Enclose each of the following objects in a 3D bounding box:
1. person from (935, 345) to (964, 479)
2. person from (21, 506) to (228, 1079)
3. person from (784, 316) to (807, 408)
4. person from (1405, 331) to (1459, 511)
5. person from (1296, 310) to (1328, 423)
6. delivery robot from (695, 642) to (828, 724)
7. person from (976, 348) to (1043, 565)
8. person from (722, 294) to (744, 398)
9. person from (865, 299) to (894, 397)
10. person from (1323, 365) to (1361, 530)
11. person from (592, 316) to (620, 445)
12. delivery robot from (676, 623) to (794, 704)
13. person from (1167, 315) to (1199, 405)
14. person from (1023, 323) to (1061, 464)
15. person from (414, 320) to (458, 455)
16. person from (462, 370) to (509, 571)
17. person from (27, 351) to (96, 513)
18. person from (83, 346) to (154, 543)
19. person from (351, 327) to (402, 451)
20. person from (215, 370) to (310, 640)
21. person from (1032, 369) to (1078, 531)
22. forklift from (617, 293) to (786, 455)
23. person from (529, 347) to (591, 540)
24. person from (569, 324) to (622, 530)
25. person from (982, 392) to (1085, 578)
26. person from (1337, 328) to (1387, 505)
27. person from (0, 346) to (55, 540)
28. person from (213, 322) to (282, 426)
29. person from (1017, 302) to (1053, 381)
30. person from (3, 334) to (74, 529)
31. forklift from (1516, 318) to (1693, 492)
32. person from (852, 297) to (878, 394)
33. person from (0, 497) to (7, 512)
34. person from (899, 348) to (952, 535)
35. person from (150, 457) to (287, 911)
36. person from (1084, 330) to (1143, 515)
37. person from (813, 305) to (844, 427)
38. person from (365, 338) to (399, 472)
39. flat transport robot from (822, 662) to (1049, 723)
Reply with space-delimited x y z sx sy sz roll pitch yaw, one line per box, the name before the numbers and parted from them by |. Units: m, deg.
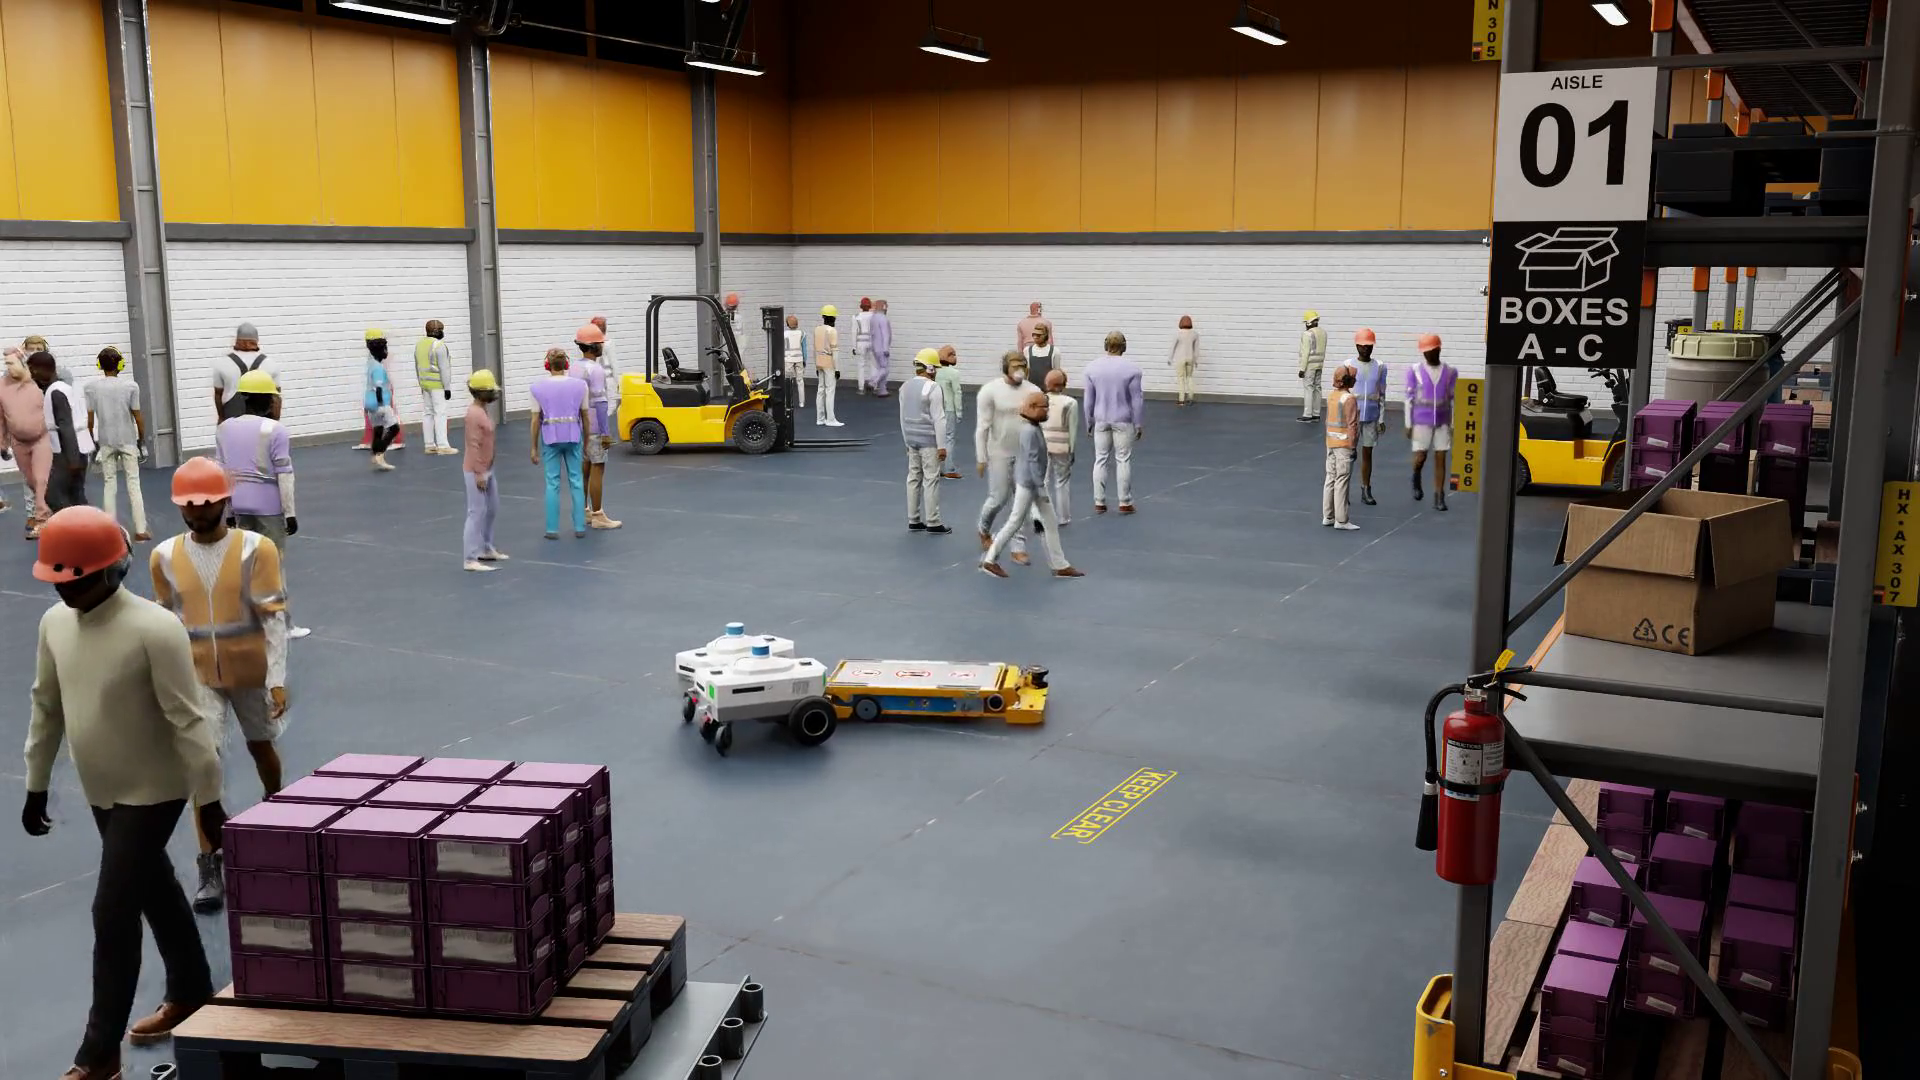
person | -0.171 -1.558 20.275 0.507 1.631 0.273 9 13 43
person | -2.824 0.843 5.468 0.711 1.933 0.907 5 11 28
person | -2.957 -3.145 29.450 0.524 1.637 0.306 -5 11 -27
person | 5.065 -1.283 17.858 0.583 1.916 0.525 1 10 3
person | 5.700 -2.817 27.011 0.586 1.825 0.403 -10 14 -44
delivery robot | -1.118 0.820 9.352 0.707 0.478 0.477 -4 11 -22
person | 0.410 -0.751 14.774 0.639 1.921 0.607 -4 11 -23
person | -4.243 -3.620 31.170 0.528 1.992 0.679 -5 11 -27
person | -1.513 -3.628 31.542 0.499 1.879 0.683 -4 11 -22
person | 3.803 -0.921 16.566 0.306 1.639 0.524 -3 10 -14
person | -5.069 -2.230 23.477 0.595 1.864 0.677 6 12 32
delivery robot | -1.328 0.734 9.851 0.477 0.478 0.707 9 13 43
person | 4.036 -3.241 30.037 0.515 1.626 0.375 -3 10 -19
person | 1.056 -1.908 21.693 0.516 1.841 0.326 2 10 12
person | -7.157 -2.085 22.730 0.630 1.840 0.429 8 12 37
person | -4.153 -0.607 14.510 0.368 1.748 0.675 -1 10 -3
person | -7.979 -0.737 14.822 0.497 1.872 0.651 -4 11 -23
person | -7.968 -0.892 15.734 0.515 1.873 0.329 -3 10 -16
person | -8.088 -2.072 22.940 0.789 1.725 0.547 -8 12 -37
person | -4.957 -0.236 11.783 0.589 1.923 0.383 3 10 16
person | 0.905 -0.895 16.531 0.523 1.610 0.807 3 10 18
forklift | -3.588 -2.317 23.042 2.313 2.155 1.214 -1 10 -5
person | -3.813 -0.914 15.930 0.568 1.844 0.378 -4 11 -22
person | -3.642 -1.120 16.540 0.367 2.047 0.609 -8 13 -39
person | 0.594 -0.456 14.013 0.855 1.593 0.500 3 10 17
person | 4.380 -1.341 18.134 0.543 1.939 0.360 0 10 -2
person | -9.018 -0.973 16.243 0.684 1.863 0.894 0 10 -1
person | -7.761 -1.397 18.162 0.677 2.000 0.989 -5 11 -26
person | 1.323 -3.175 28.862 0.636 1.903 0.404 4 10 20
person | -9.180 -1.083 16.639 0.631 1.940 0.372 -6 11 -29
forklift | 7.066 -1.601 18.899 2.313 2.155 1.214 5 11 27
person | -1.820 -3.769 32.355 0.574 1.882 0.356 -2 10 -12
person | -10.435 -1.100 17.155 0.478 1.814 0.985 10 14 44
person | -0.328 -0.960 16.264 0.403 1.823 0.588 -9 13 -42
person | -3.208 0.563 7.288 0.564 1.897 1.005 -2 10 -11
person | 1.614 -1.229 17.487 0.635 1.936 0.354 4 11 21
person | -2.089 -2.762 26.395 0.375 1.925 0.595 -8 13 -39
person | -7.253 -1.689 20.855 0.373 1.682 0.555 -5 11 -27
flat transport robot | -0.195 0.898 9.995 1.431 0.197 0.652 1 10 6
